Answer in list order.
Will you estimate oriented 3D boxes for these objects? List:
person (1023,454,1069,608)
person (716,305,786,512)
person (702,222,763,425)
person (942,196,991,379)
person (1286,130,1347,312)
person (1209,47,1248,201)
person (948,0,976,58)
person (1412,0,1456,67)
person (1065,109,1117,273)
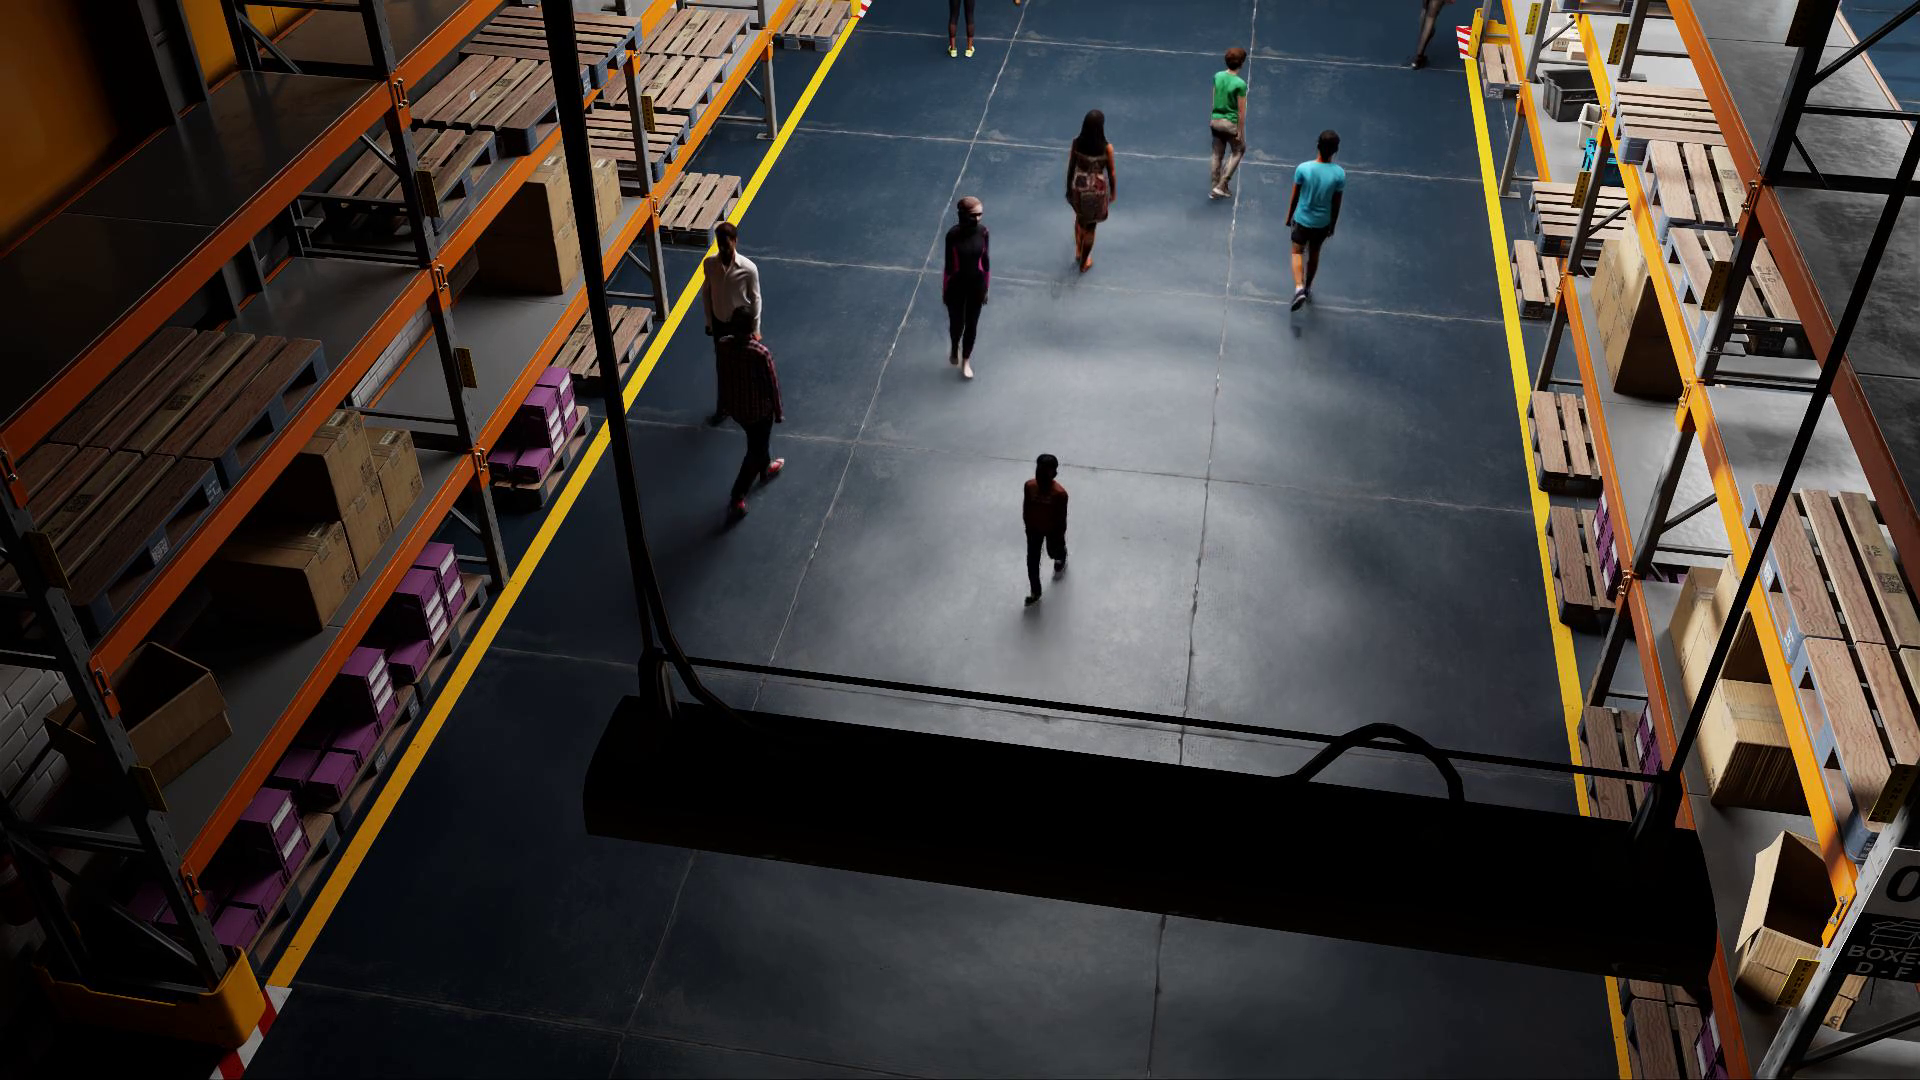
[{"bbox_3d":[0.665,-0.127,12.370,0.666,1.236,0.915,17,42,20],"label":"person"},{"bbox_3d":[-1.679,-1.020,13.077,0.974,1.750,1.212,18,42,22],"label":"person"},{"bbox_3d":[-1.907,-1.818,13.979,0.658,1.870,0.536,8,39,10],"label":"person"},{"bbox_3d":[0.038,-2.262,14.644,0.698,1.735,0.750,-9,40,-11],"label":"person"},{"bbox_3d":[3.273,-2.922,15.452,0.648,1.757,0.948,5,39,7],"label":"person"},{"bbox_3d":[2.709,-4.285,17.252,0.710,1.642,0.762,30,47,32],"label":"person"},{"bbox_3d":[0.033,-6.775,20.280,0.583,1.753,0.538,1,39,2],"label":"person"},{"bbox_3d":[5.706,-6.626,20.099,0.994,1.746,1.257,23,44,26],"label":"person"},{"bbox_3d":[1.220,-3.341,16.074,0.710,1.635,0.690,13,40,16],"label":"person"}]
